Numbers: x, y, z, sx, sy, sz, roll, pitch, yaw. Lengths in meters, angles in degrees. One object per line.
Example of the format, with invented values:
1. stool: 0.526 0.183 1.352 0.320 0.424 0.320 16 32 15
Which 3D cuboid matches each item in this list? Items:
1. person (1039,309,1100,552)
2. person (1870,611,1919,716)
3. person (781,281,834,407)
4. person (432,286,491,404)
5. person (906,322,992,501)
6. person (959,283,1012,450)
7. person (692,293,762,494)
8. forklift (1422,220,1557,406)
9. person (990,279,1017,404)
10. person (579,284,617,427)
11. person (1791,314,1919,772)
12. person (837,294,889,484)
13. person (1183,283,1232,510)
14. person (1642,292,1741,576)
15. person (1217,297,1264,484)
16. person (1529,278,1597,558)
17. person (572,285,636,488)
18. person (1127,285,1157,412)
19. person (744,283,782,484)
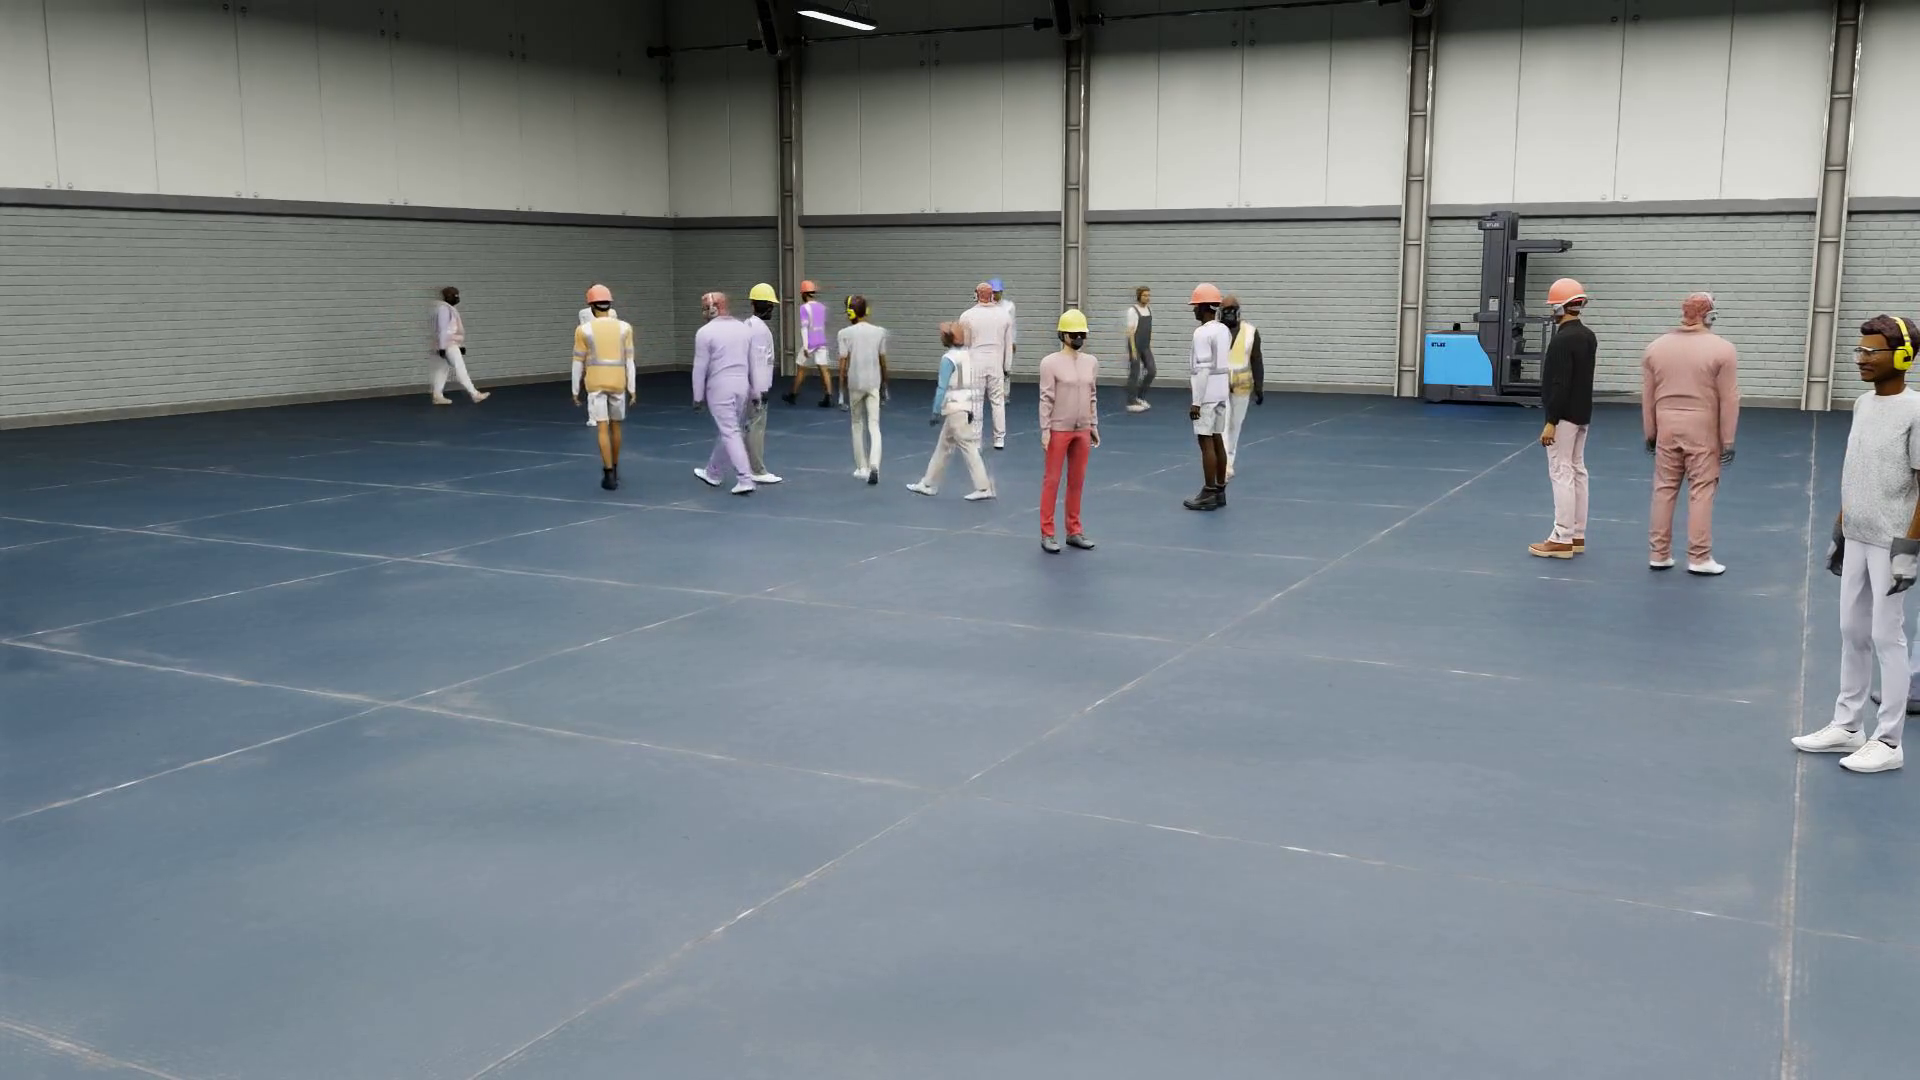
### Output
1. person: 0.815 -0.803 12.212 0.530 1.767 0.328 -6 11 -34
2. person: 4.574 0.006 7.378 0.517 1.720 0.913 -3 10 -16
3. person: -2.290 -2.972 25.222 0.993 1.883 0.568 8 12 42
4. person: -7.696 -2.973 25.493 0.931 1.795 0.658 -1 9 -8
5. person: -0.077 -1.154 14.892 0.856 1.586 0.536 3 10 18
6. person: 0.275 -1.986 19.082 0.652 1.906 0.402 -3 10 -19
7. person: -2.202 -1.366 15.460 1.013 1.843 0.655 8 12 41
8. forklift: 8.245 -3.527 25.720 1.873 2.768 1.129 5 10 27
9. person: 0.581 -3.024 25.444 0.635 1.913 0.785 -1 9 -7
10. person: -4.777 -2.443 22.007 0.533 1.872 0.320 -4 10 -22
11. person: 3.776 0.010 6.880 0.328 1.872 0.515 -1 9 -7
12. person: -0.928 -1.474 16.190 0.535 1.824 0.875 -2 9 -13
13. person: 2.125 -1.242 14.391 0.377 1.936 0.549 6 11 32
14. person: 4.976 -0.725 11.310 0.403 1.904 0.651 -8 12 -39
15. person: 2.650 -1.484 16.347 0.636 1.798 0.954 0 9 1
16. person: 4.354 -0.880 11.992 0.391 1.990 0.619 8 12 40
17. person: -3.429 -1.470 15.887 0.571 1.904 0.802 -5 10 -27
18. person: 2.623 -2.779 24.218 0.522 1.830 0.440 -8 12 -42
19. person: -1.945 -1.525 16.181 0.383 1.924 0.589 -3 10 -15
